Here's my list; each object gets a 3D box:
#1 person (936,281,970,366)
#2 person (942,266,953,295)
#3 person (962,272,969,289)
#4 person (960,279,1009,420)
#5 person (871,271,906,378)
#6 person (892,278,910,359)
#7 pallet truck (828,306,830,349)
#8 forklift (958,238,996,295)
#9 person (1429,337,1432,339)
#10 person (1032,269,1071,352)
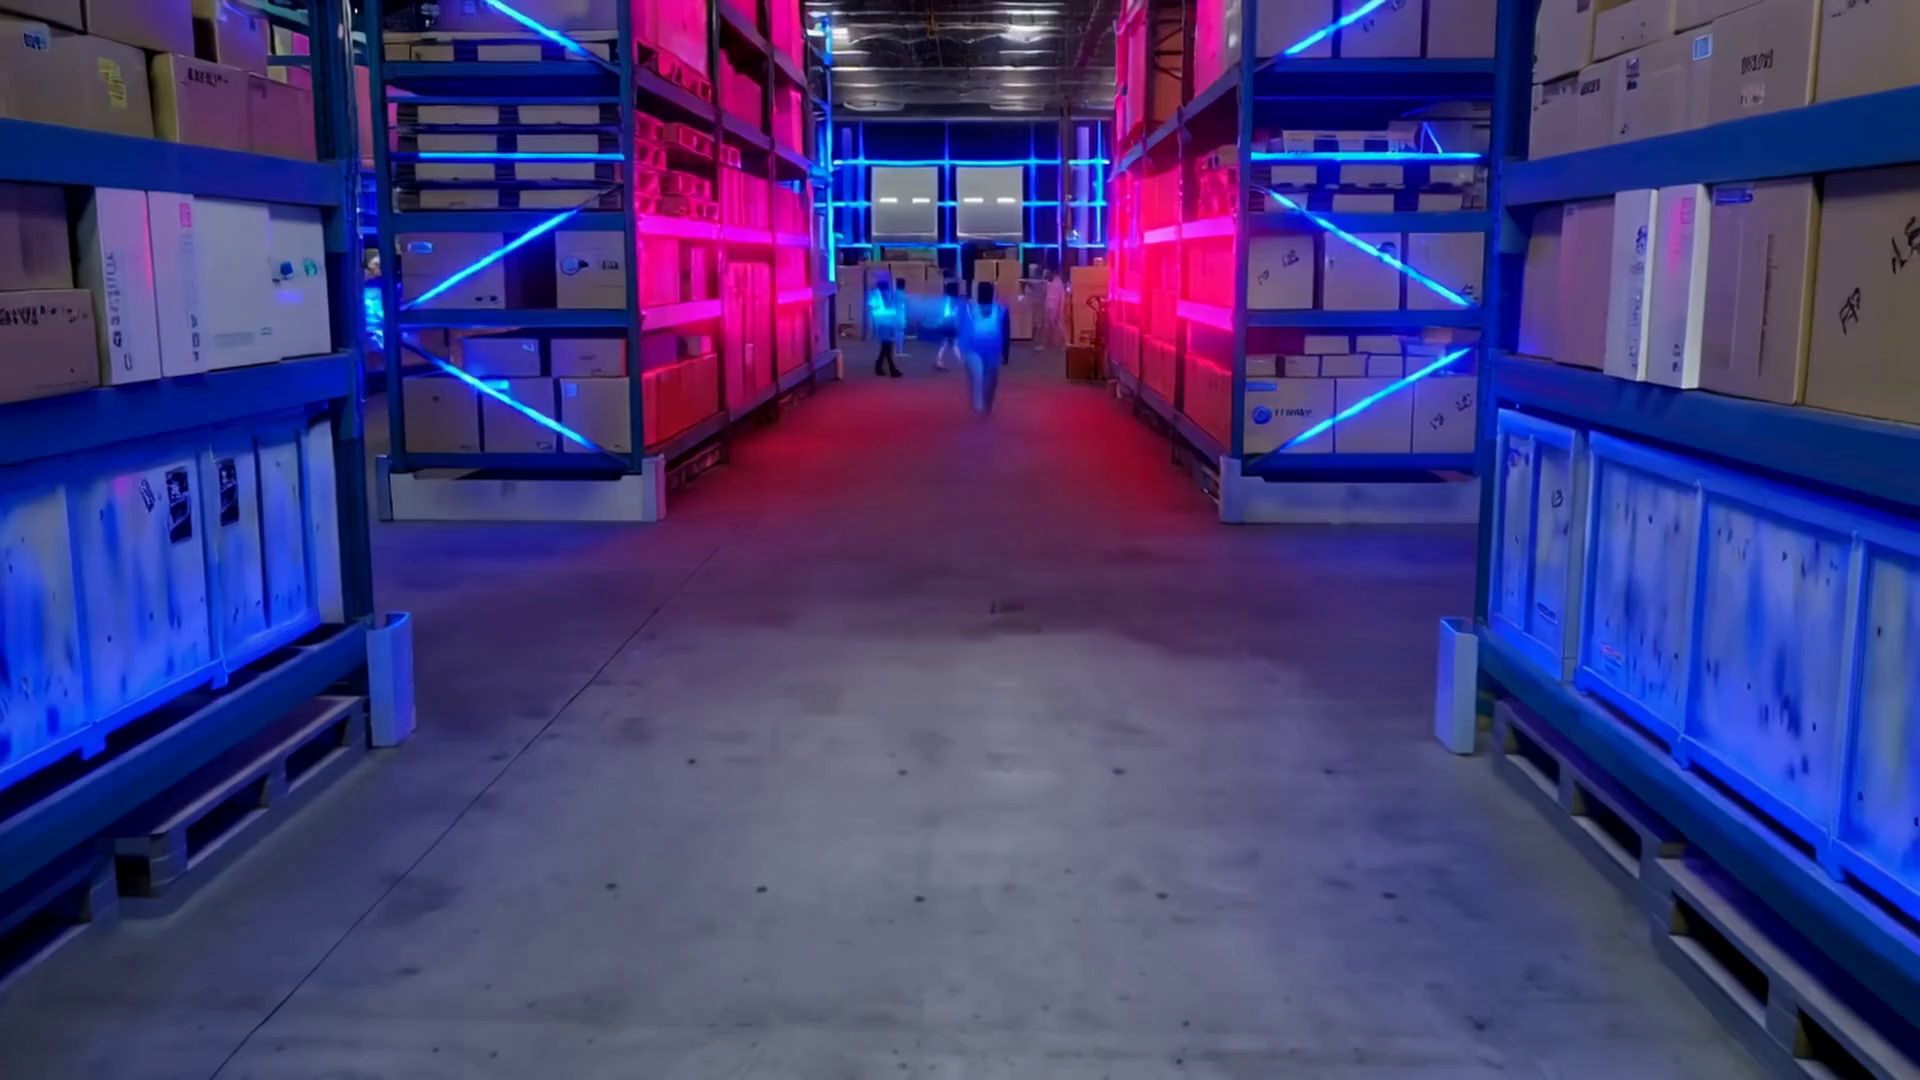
[{"bbox_3d":[-0.092,-4.185,32.283,0.850,1.655,0.549,0,9,1],"label":"person"},{"bbox_3d":[-0.600,-9.310,62.298,0.601,1.889,0.908,-8,12,-39],"label":"person"},{"bbox_3d":[0.316,-8.854,60.134,0.530,1.697,0.321,-1,9,-4],"label":"person"},{"bbox_3d":[0.314,-2.476,21.591,0.634,1.826,0.697,-1,10,-5],"label":"person"},{"bbox_3d":[-1.347,-3.835,29.532,0.555,1.888,0.982,-6,11,-31],"label":"person"},{"bbox_3d":[-1.269,-4.665,35.055,0.322,1.692,0.533,-5,11,-27],"label":"person"},{"bbox_3d":[-3.100,-3.940,29.800,1.885,1.965,0.823,3,10,19],"label":"pallet truck"},{"bbox_3d":[0.728,-8.852,56.586,1.129,2.768,1.873,-4,10,-24],"label":"forklift"},{"bbox_3d":[12.410,-6.260,43.965,0.548,1.914,0.765,-6,11,-31],"label":"person"},{"bbox_3d":[2.123,-5.220,37.821,1.038,1.882,0.654,-3,10,-19],"label":"person"}]
